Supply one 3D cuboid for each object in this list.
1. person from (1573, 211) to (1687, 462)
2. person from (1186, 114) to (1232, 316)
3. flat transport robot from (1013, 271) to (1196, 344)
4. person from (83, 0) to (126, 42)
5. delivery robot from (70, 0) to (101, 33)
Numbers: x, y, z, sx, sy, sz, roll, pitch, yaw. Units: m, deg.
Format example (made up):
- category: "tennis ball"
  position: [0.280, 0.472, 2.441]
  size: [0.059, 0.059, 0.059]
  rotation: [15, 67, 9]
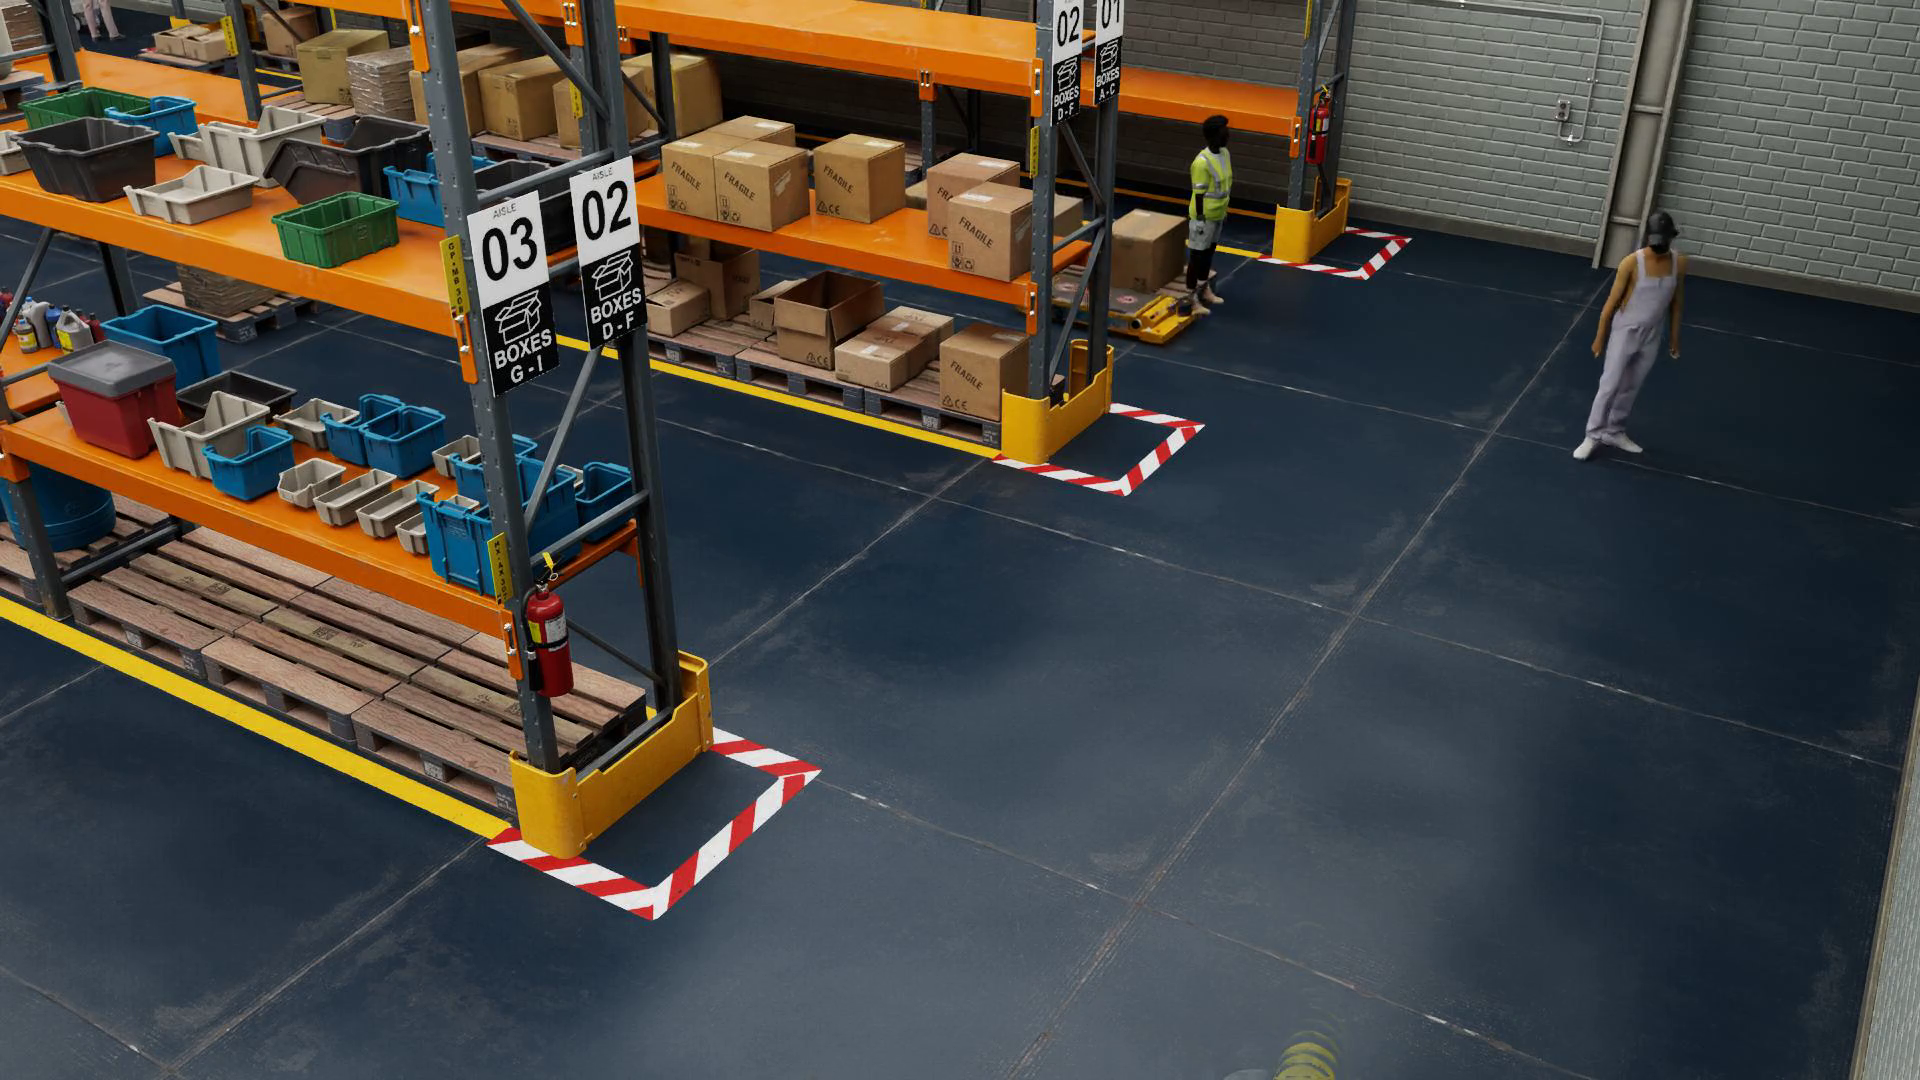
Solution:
- category: "person"
  position: [4.707, -1.407, 11.552]
  size: [0.632, 1.836, 0.473]
  rotation: [-4, 29, -8]
- category: "person"
  position: [2.120, -2.765, 14.125]
  size: [0.318, 1.699, 0.535]
  rotation: [17, 33, 28]
- category: "flat transport robot"
  position: [1.231, -1.995, 14.213]
  size: [1.431, 0.231, 0.659]
  rotation: [17, 33, 27]
- category: "person"
  position: [-12.125, -7.878, 23.147]
  size: [0.563, 1.847, 0.389]
  rotation: [0, 29, 1]
- category: "delivery robot"
  position: [-12.834, -7.664, 24.065]
  size: [0.506, 0.570, 0.742]
  rotation: [14, 32, 23]
